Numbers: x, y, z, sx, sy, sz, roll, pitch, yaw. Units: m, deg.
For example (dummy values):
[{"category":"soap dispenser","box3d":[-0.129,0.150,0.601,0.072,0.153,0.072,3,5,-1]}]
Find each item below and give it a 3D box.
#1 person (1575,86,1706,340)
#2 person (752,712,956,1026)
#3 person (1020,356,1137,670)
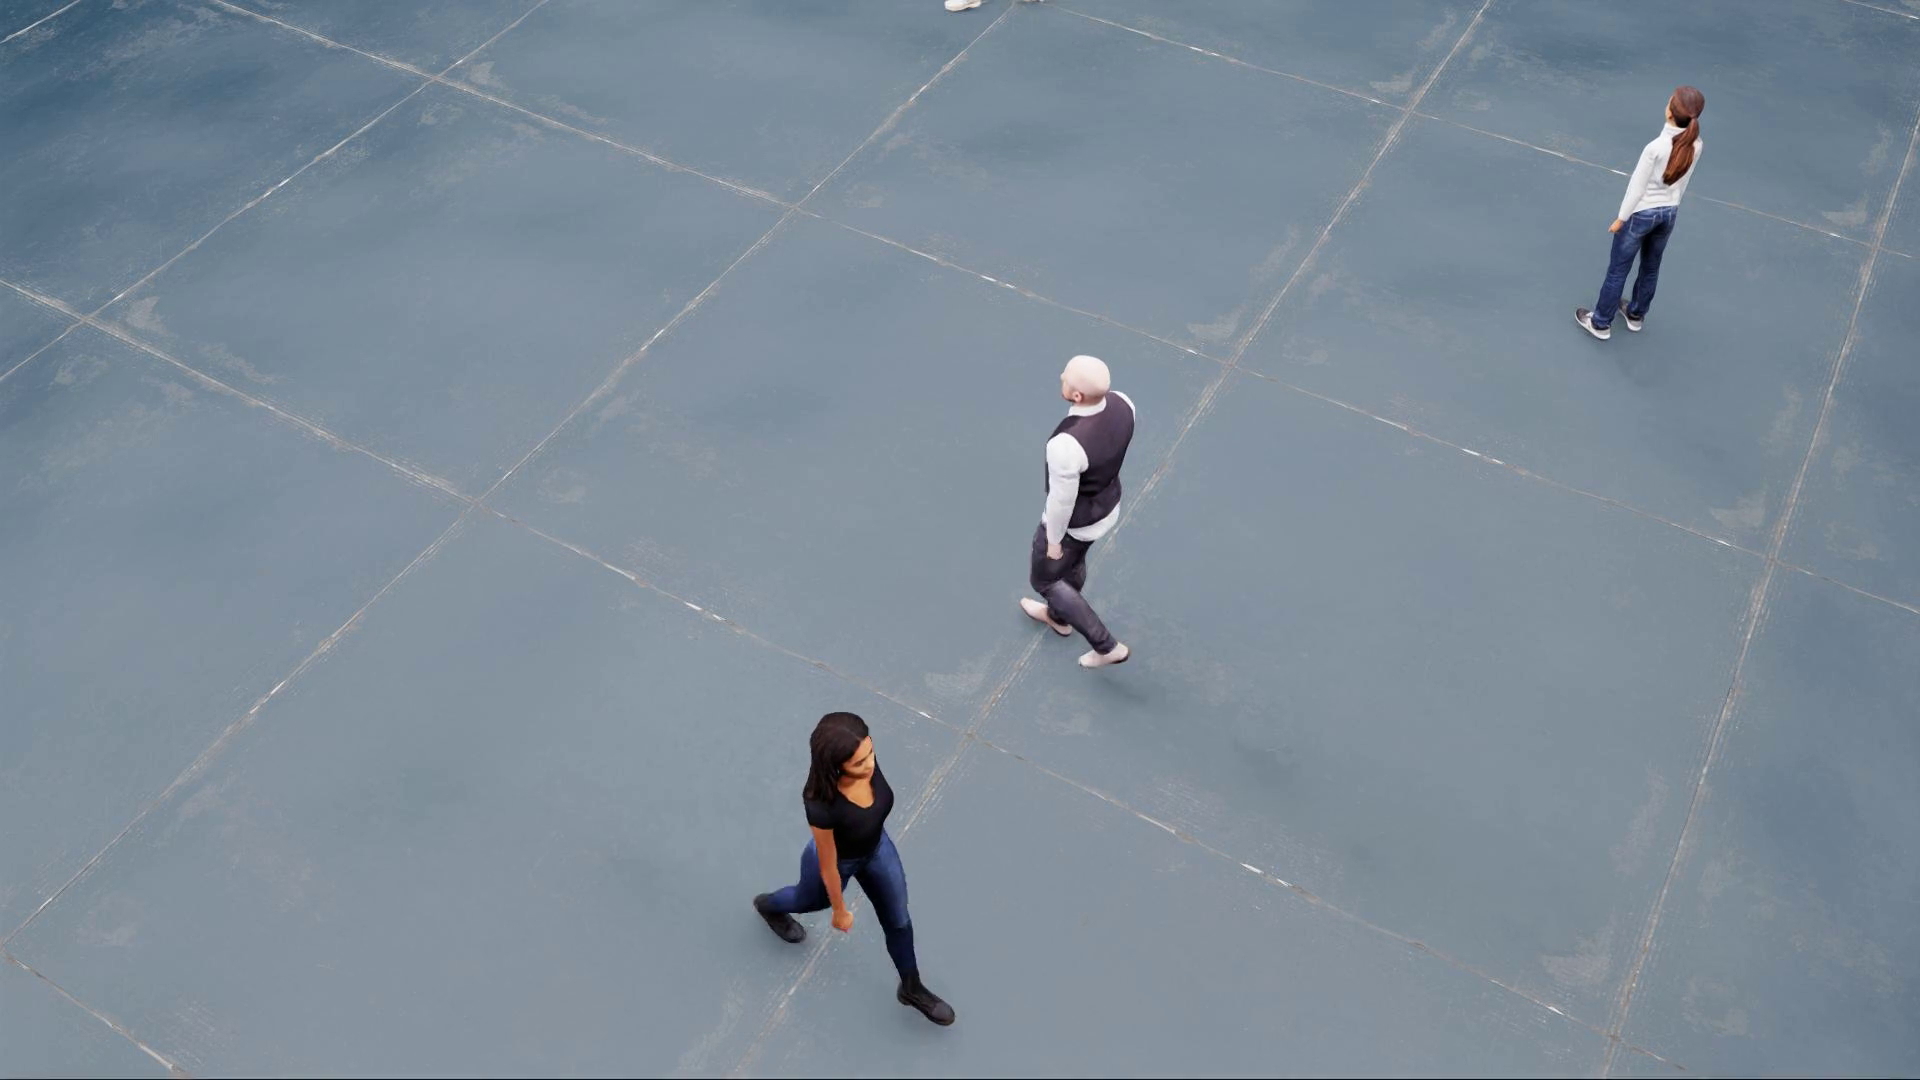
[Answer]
[{"category":"person","box3d":[3.795,-1.792,9.163,0.616,1.557,0.672,-12,48,-11]},{"category":"person","box3d":[-0.518,1.198,6.305,1.186,1.696,0.580,24,52,21]},{"category":"person","box3d":[0.563,-0.079,7.407,0.984,1.811,0.780,31,54,25]}]
